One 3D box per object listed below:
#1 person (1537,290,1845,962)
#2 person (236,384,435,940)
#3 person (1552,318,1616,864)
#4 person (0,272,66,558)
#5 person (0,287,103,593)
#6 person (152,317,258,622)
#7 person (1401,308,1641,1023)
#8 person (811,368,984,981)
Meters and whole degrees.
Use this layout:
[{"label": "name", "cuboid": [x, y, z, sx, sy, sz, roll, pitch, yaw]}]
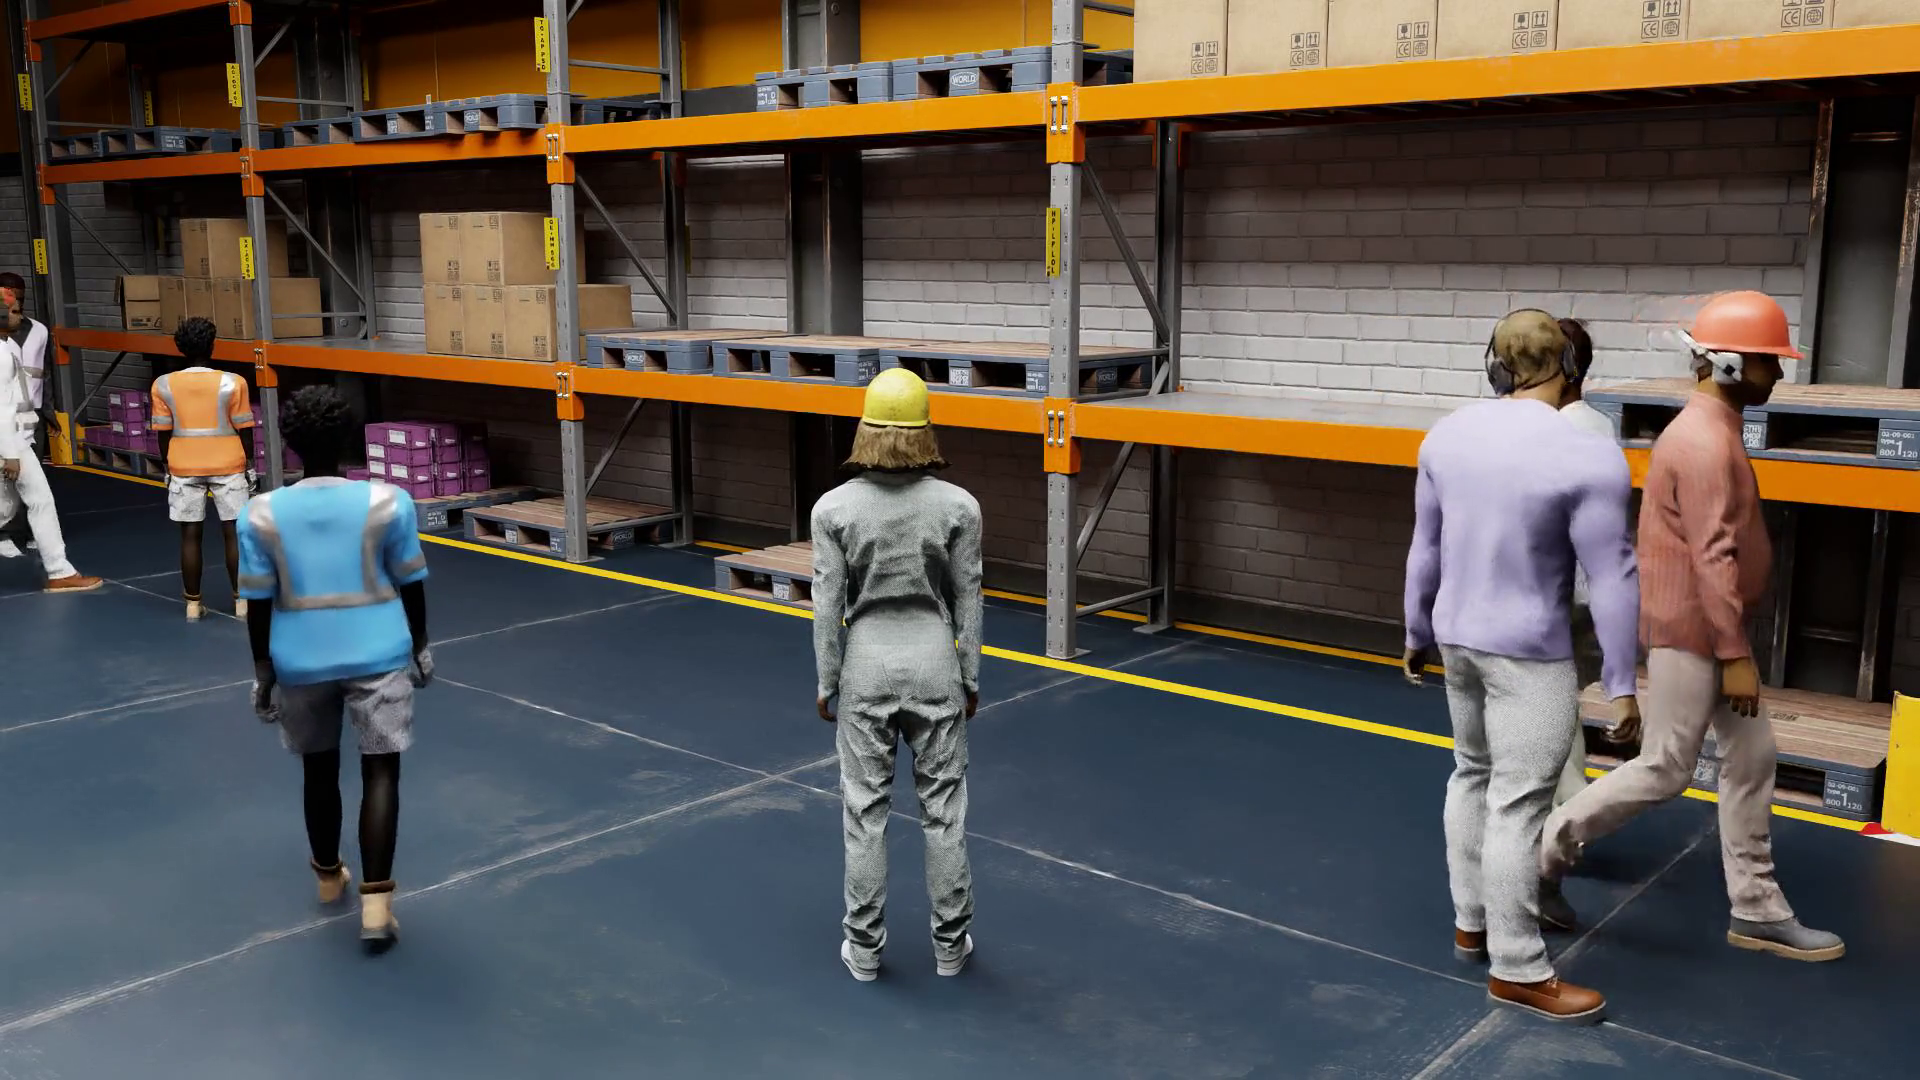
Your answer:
[{"label": "person", "cuboid": [2.104, 0.255, 4.854, 0.919, 1.959, 0.610, 6, 11, 29]}, {"label": "person", "cuboid": [-1.882, 0.367, 5.038, 0.548, 1.689, 0.584, -2, 10, -9]}, {"label": "person", "cuboid": [1.968, 0.189, 5.545, 0.404, 1.849, 0.560, 9, 14, 43]}, {"label": "person", "cuboid": [-6.428, -0.853, 11.298, 0.391, 1.914, 0.588, 5, 11, 26]}, {"label": "person", "cuboid": [-5.677, -0.572, 9.872, 0.848, 1.857, 0.593, -8, 13, -39]}, {"label": "person", "cuboid": [-4.175, -0.385, 9.243, 0.535, 1.700, 0.318, -2, 10, -10]}, {"label": "person", "cuboid": [1.574, 0.329, 4.629, 0.473, 1.916, 0.727, -5, 11, -28]}, {"label": "person", "cuboid": [-0.174, 0.388, 4.719, 0.484, 1.744, 0.295, -1, 10, -4]}]
